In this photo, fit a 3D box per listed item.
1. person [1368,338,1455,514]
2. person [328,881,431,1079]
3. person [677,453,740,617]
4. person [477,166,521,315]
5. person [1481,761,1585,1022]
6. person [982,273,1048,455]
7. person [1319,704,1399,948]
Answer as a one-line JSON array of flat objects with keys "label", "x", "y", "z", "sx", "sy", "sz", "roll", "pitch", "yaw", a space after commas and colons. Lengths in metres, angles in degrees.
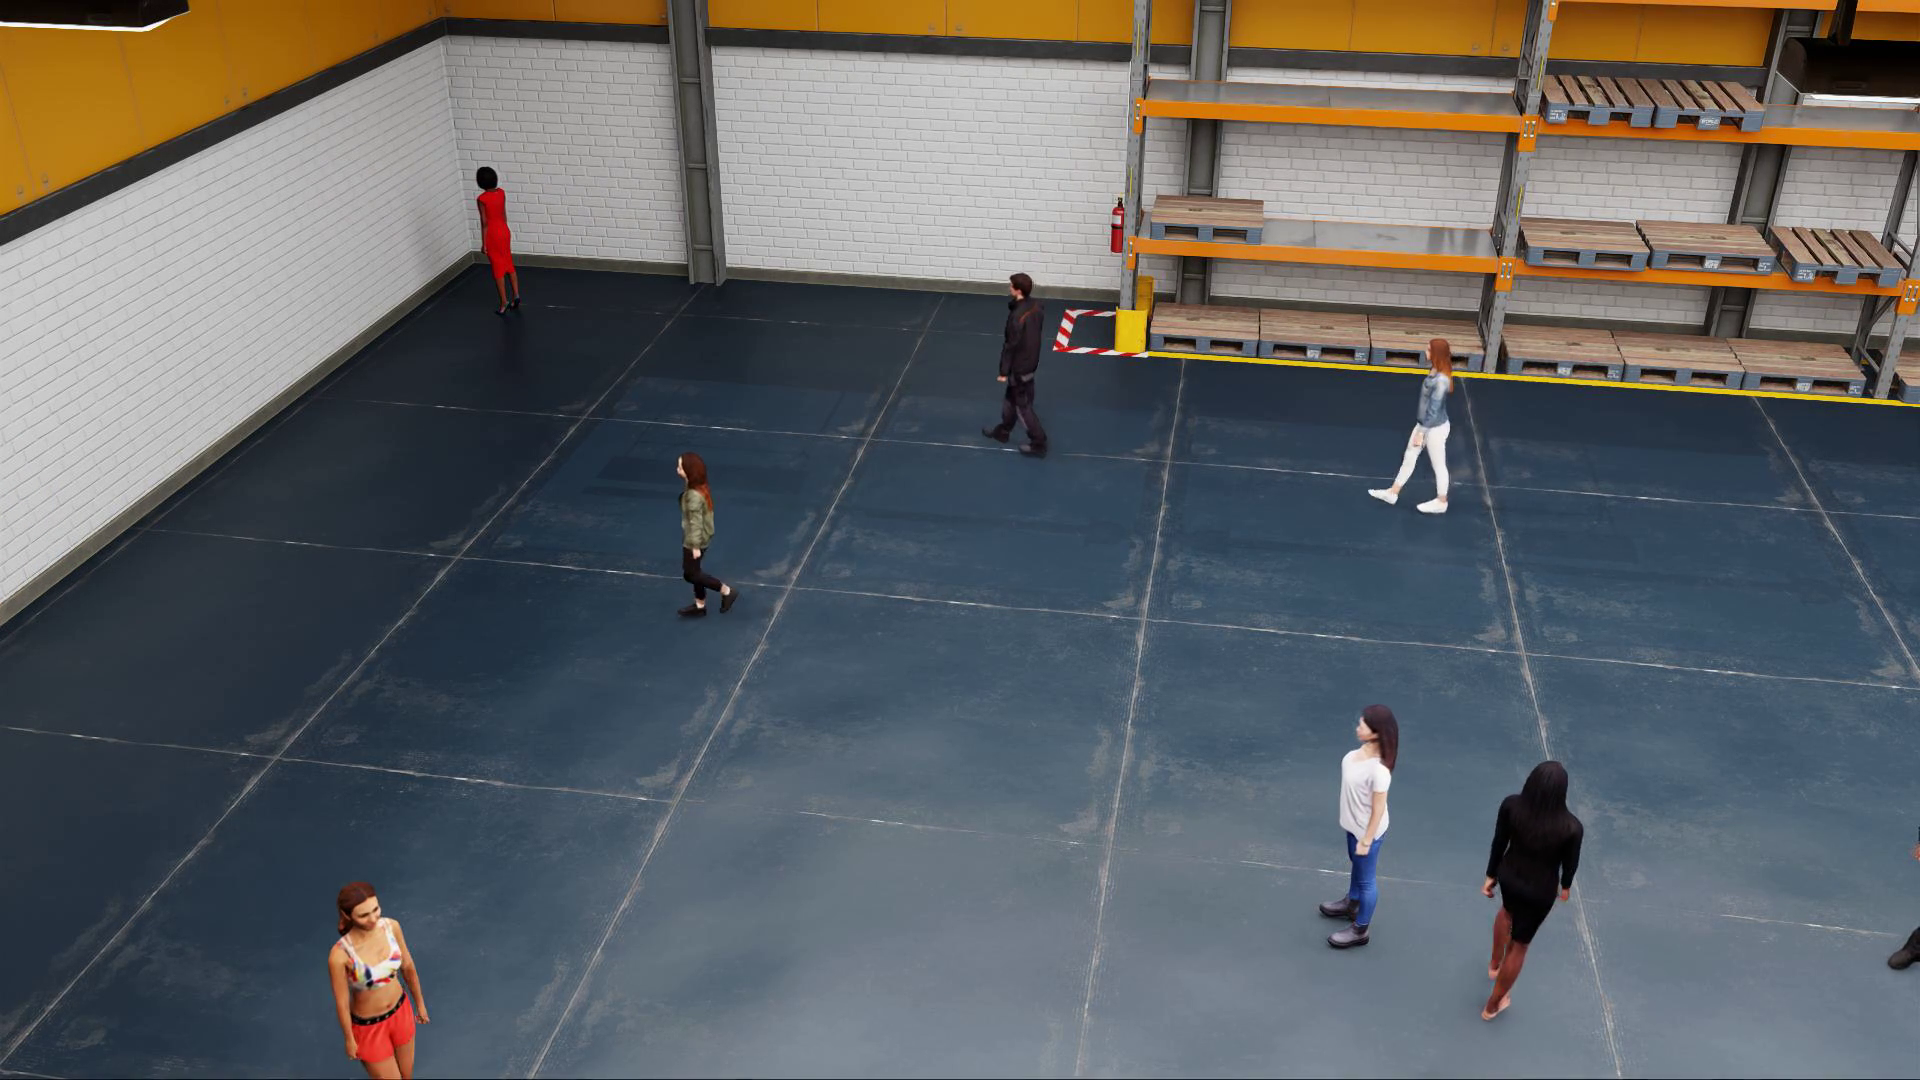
[{"label": "person", "x": 4.323, "y": -0.994, "z": 14.887, "sx": 0.955, "sy": 1.677, "sz": 0.694, "roll": 2, "pitch": 29, "yaw": 4}, {"label": "person", "x": -3.004, "y": 2.432, "z": 8.492, "sx": 0.737, "sy": 1.786, "sz": 0.703, "roll": 20, "pitch": 34, "yaw": 32}, {"label": "person", "x": -2.048, "y": -0.016, "z": 13.316, "sx": 0.819, "sy": 1.464, "sz": 0.719, "roll": -4, "pitch": 29, "yaw": -8}, {"label": "person", "x": -5.402, "y": -3.499, "z": 19.410, "sx": 0.614, "sy": 1.743, "sz": 0.639, "roll": 15, "pitch": 32, "yaw": 26}, {"label": "person", "x": 3.153, "y": 2.012, "z": 9.349, "sx": 0.854, "sy": 1.704, "sz": 0.880, "roll": 23, "pitch": 36, "yaw": 36}, {"label": "person", "x": 0.654, "y": -1.658, "z": 15.959, "sx": 1.079, "sy": 1.816, "sz": 0.887, "roll": 12, "pitch": 31, "yaw": 21}, {"label": "person", "x": 2.425, "y": 1.701, "z": 9.940, "sx": 0.556, "sy": 1.683, "sz": 0.620, "roll": 1, "pitch": 29, "yaw": 3}]
